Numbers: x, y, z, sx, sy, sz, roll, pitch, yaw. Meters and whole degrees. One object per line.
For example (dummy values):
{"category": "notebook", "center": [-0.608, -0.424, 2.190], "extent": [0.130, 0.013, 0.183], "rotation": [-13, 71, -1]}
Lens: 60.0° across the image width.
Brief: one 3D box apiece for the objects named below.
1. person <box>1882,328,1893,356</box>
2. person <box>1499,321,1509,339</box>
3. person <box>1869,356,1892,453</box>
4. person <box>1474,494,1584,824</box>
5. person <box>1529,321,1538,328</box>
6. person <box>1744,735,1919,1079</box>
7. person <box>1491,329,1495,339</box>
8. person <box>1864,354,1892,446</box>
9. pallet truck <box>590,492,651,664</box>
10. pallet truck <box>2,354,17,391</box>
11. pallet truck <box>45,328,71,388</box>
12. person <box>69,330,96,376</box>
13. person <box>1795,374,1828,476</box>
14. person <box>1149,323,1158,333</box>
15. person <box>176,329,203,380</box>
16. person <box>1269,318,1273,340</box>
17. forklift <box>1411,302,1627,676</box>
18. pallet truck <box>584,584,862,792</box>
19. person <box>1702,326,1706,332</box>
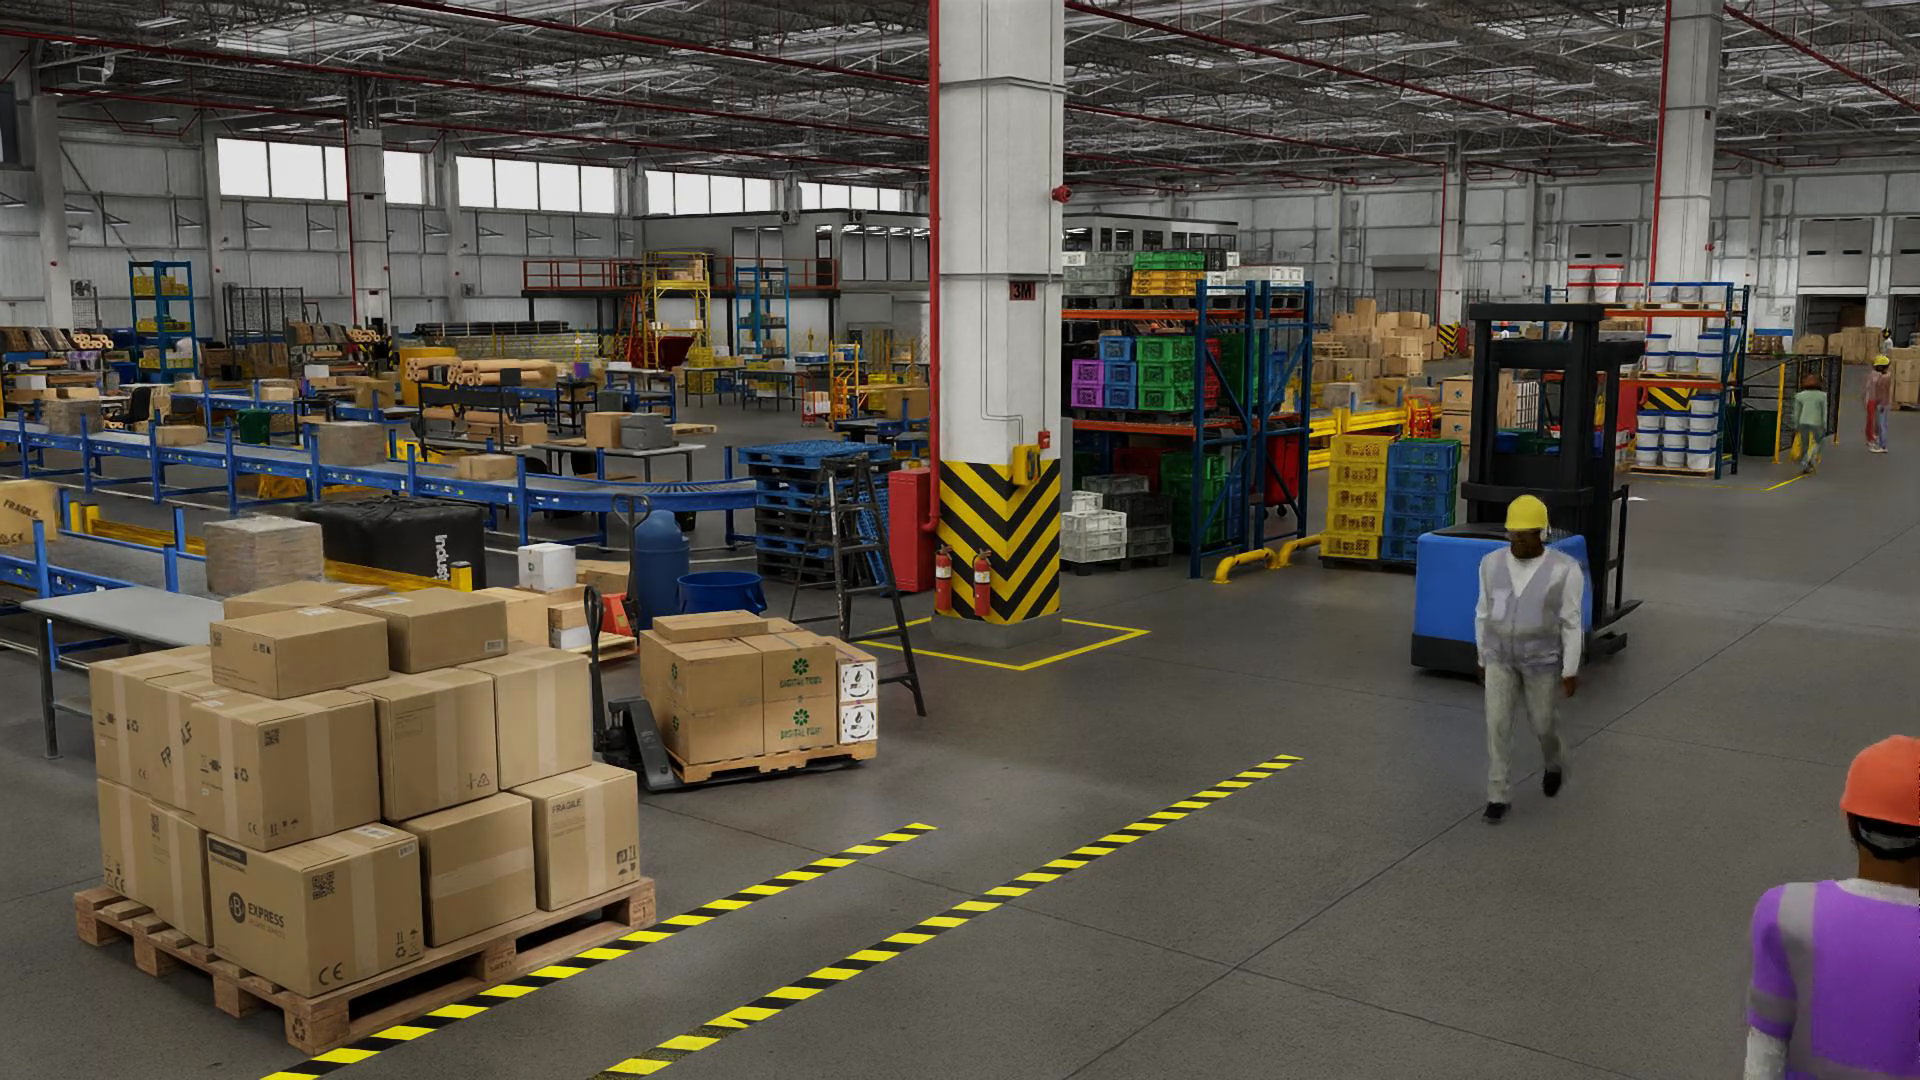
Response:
{"category": "person", "center": [27.107, -5.254, 48.700], "extent": [0.327, 1.874, 0.518], "rotation": [5, 10, 30]}
{"category": "person", "center": [18.925, -6.667, 58.001], "extent": [0.357, 1.938, 0.552], "rotation": [5, 10, 30]}
{"category": "person", "center": [16.750, -2.460, 30.256], "extent": [0.339, 1.757, 0.518], "rotation": [2, 9, 16]}
{"category": "person", "center": [3.154, 0.632, 9.228], "extent": [0.606, 1.808, 0.763], "rotation": [6, 10, 35]}
{"category": "person", "center": [26.273, -9.320, 76.215], "extent": [0.429, 1.844, 0.627], "rotation": [1, 8, 3]}
{"category": "person", "center": [2.079, 1.395, 3.801], "extent": [0.556, 1.903, 0.938], "rotation": [6, 10, 33]}
{"category": "person", "center": [13.775, -4.547, 43.518], "extent": [0.378, 1.996, 0.610], "rotation": [2, 9, 10]}
{"category": "person", "center": [17.391, -2.645, 31.541], "extent": [0.530, 1.751, 0.408], "rotation": [0, 8, 3]}
{"category": "pallet truck", "center": [-3.115, 0.344, 12.883], "extent": [0.653, 1.274, 1.630], "rotation": [7, 11, 37]}
{"category": "pallet truck", "center": [-24.881, -4.417, 42.634], "extent": [1.885, 1.965, 0.823], "rotation": [8, 11, 41]}
{"category": "pallet truck", "center": [-23.775, -4.544, 43.495], "extent": [1.885, 1.965, 0.823], "rotation": [6, 10, 35]}
{"category": "person", "center": [-20.493, -3.872, 38.832], "extent": [0.648, 2.030, 0.516], "rotation": [-1, 8, -6]}
{"category": "person", "center": [13.503, -1.821, 26.384], "extent": [0.360, 1.617, 0.532], "rotation": [-7, 11, -40]}
{"category": "person", "center": [6.294, -6.059, 53.906], "extent": [0.357, 1.938, 0.543], "rotation": [0, 8, 1]}
{"category": "person", "center": [-22.079, -5.103, 47.653], "extent": [0.664, 1.882, 0.641], "rotation": [-2, 9, -12]}
{"category": "person", "center": [15.933, -10.757, 85.755], "extent": [0.978, 1.888, 0.607], "rotation": [5, 10, 30]}
{"category": "forklift", "center": [4.379, -0.438, 12.852], "extent": [1.129, 2.768, 1.873], "rotation": [7, 11, 37]}
{"category": "pallet truck", "center": [-1.426, 0.805, 10.019], "extent": [1.601, 1.201, 0.680], "rotation": [-4, 9, -26]}
{"category": "person", "center": [25.280, -6.390, 56.610], "extent": [0.517, 1.806, 0.969], "rotation": [-8, 12, -44]}
